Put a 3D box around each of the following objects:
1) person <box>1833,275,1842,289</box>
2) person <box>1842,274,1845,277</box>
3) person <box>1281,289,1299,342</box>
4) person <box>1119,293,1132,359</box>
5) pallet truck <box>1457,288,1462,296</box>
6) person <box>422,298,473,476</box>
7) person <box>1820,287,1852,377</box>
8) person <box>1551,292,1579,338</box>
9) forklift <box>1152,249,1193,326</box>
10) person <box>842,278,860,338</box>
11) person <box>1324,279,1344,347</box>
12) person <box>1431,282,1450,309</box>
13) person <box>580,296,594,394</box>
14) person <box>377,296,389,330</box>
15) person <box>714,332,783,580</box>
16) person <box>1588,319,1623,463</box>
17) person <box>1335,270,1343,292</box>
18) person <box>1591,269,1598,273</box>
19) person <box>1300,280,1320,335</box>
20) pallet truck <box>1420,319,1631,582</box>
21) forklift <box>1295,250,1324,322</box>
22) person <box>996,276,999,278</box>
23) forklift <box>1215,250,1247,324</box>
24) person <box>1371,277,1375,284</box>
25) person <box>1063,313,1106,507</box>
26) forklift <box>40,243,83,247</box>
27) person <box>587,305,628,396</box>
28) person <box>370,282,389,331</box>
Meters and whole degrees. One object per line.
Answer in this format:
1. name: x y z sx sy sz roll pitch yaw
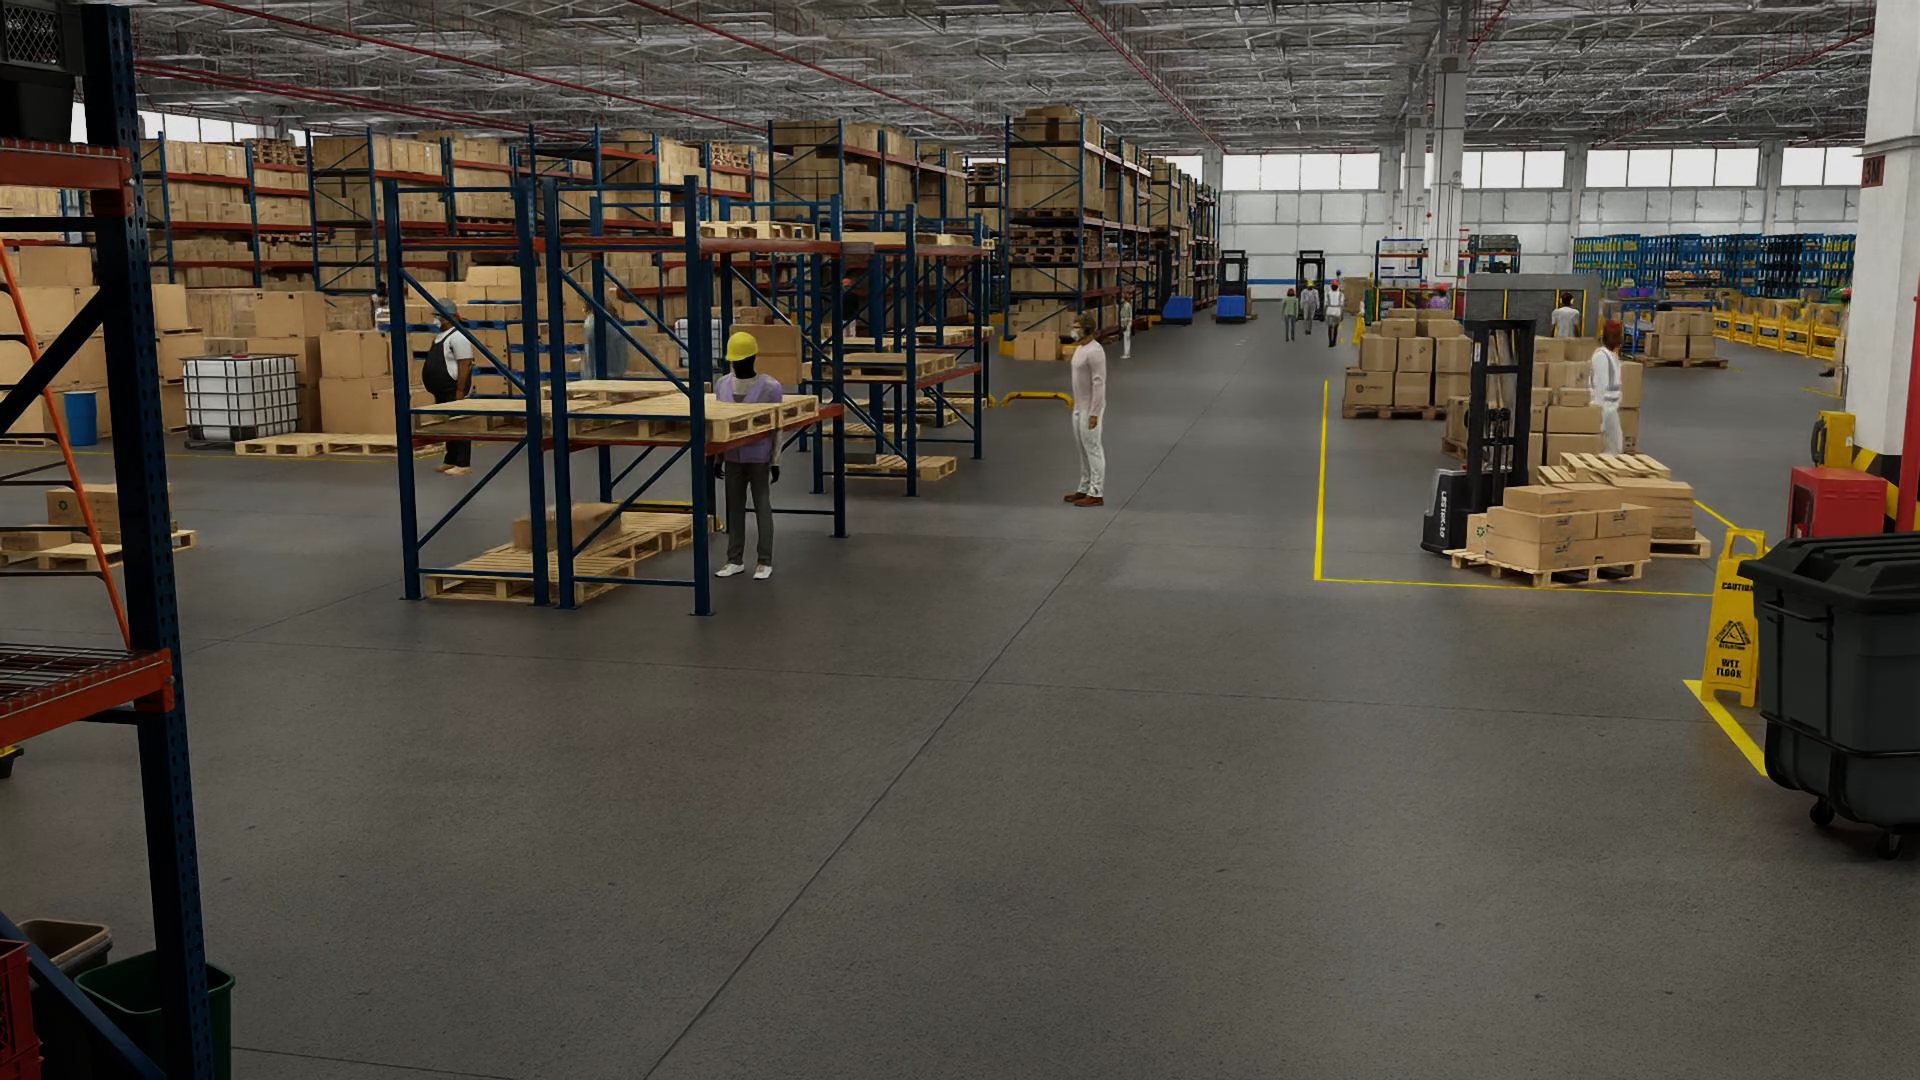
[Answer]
1. person: 42.496 -11.959 80.236 0.604 1.796 0.850 4 10 21
2. person: 42.443 -11.895 79.887 0.981 1.779 0.566 1 10 3
3. person: 9.931 -6.771 50.102 0.519 1.589 0.836 2 10 10
4. person: 4.135 -5.329 41.431 0.307 1.640 0.521 1 10 4
5. pallet truck: 20.506 -9.785 68.819 0.653 1.274 1.630 2 10 12
6. person: -5.897 -1.761 19.115 0.539 2.000 0.689 -7 12 -35
7. person: 18.618 -4.334 34.776 0.920 1.912 0.546 4 11 25
8. person: 11.286 -3.690 31.048 0.521 1.871 0.325 5 11 25
9. forklift: 7.646 -9.320 61.395 1.873 2.768 1.129 2 10 11
10. person: -2.816 -5.531 41.581 0.614 1.993 0.387 -3 10 -16
11. person: 10.587 -6.425 47.138 0.550 1.913 0.866 2 10 11
12. person: 11.707 -5.354 40.771 0.543 1.914 0.582 -7 12 -35
13. person: -5.983 -3.115 27.605 1.007 1.898 0.617 -2 10 -10
14. person: -13.196 -4.754 38.054 0.412 1.625 0.533 -7 12 -34
15. person: -1.652 -0.646 12.879 0.586 1.917 0.380 4 10 21
16. person: 6.754 -1.421 17.683 0.878 1.857 0.585 7 12 35
17. person: 19.752 -13.172 87.121 0.978 1.893 0.635 4 10 20
18. person: 30.428 -11.969 79.783 0.596 1.987 0.649 -1 10 -8
19. person: 11.474 -7.609 54.487 0.610 1.780 0.922 1 10 5
20. pallet truck: 4.543 -0.757 13.299 0.823 1.965 1.885 -4 10 -22
21. forklift: 13.778 -10.002 65.433 1.129 2.768 1.873 2 10 12
22. person: 2.103 -14.024 92.652 0.575 1.728 0.702 0 10 0
23. forklift: 10.389 -9.676 63.506 1.129 2.768 1.873 2 10 12
24. person: 17.070 -9.891 68.187 0.751 1.736 0.563 3 10 20
25. person: 1.279 -1.301 16.699 0.372 1.939 0.629 -2 10 -12
26. forklift: -19.961 -5.227 37.157 1.873 2.768 1.129 2 10 12
27. person: -4.820 -2.262 22.681 0.638 1.858 1.100 2 10 11
28. person: -14.537 -5.548 41.938 0.587 1.911 0.398 -5 11 -27
